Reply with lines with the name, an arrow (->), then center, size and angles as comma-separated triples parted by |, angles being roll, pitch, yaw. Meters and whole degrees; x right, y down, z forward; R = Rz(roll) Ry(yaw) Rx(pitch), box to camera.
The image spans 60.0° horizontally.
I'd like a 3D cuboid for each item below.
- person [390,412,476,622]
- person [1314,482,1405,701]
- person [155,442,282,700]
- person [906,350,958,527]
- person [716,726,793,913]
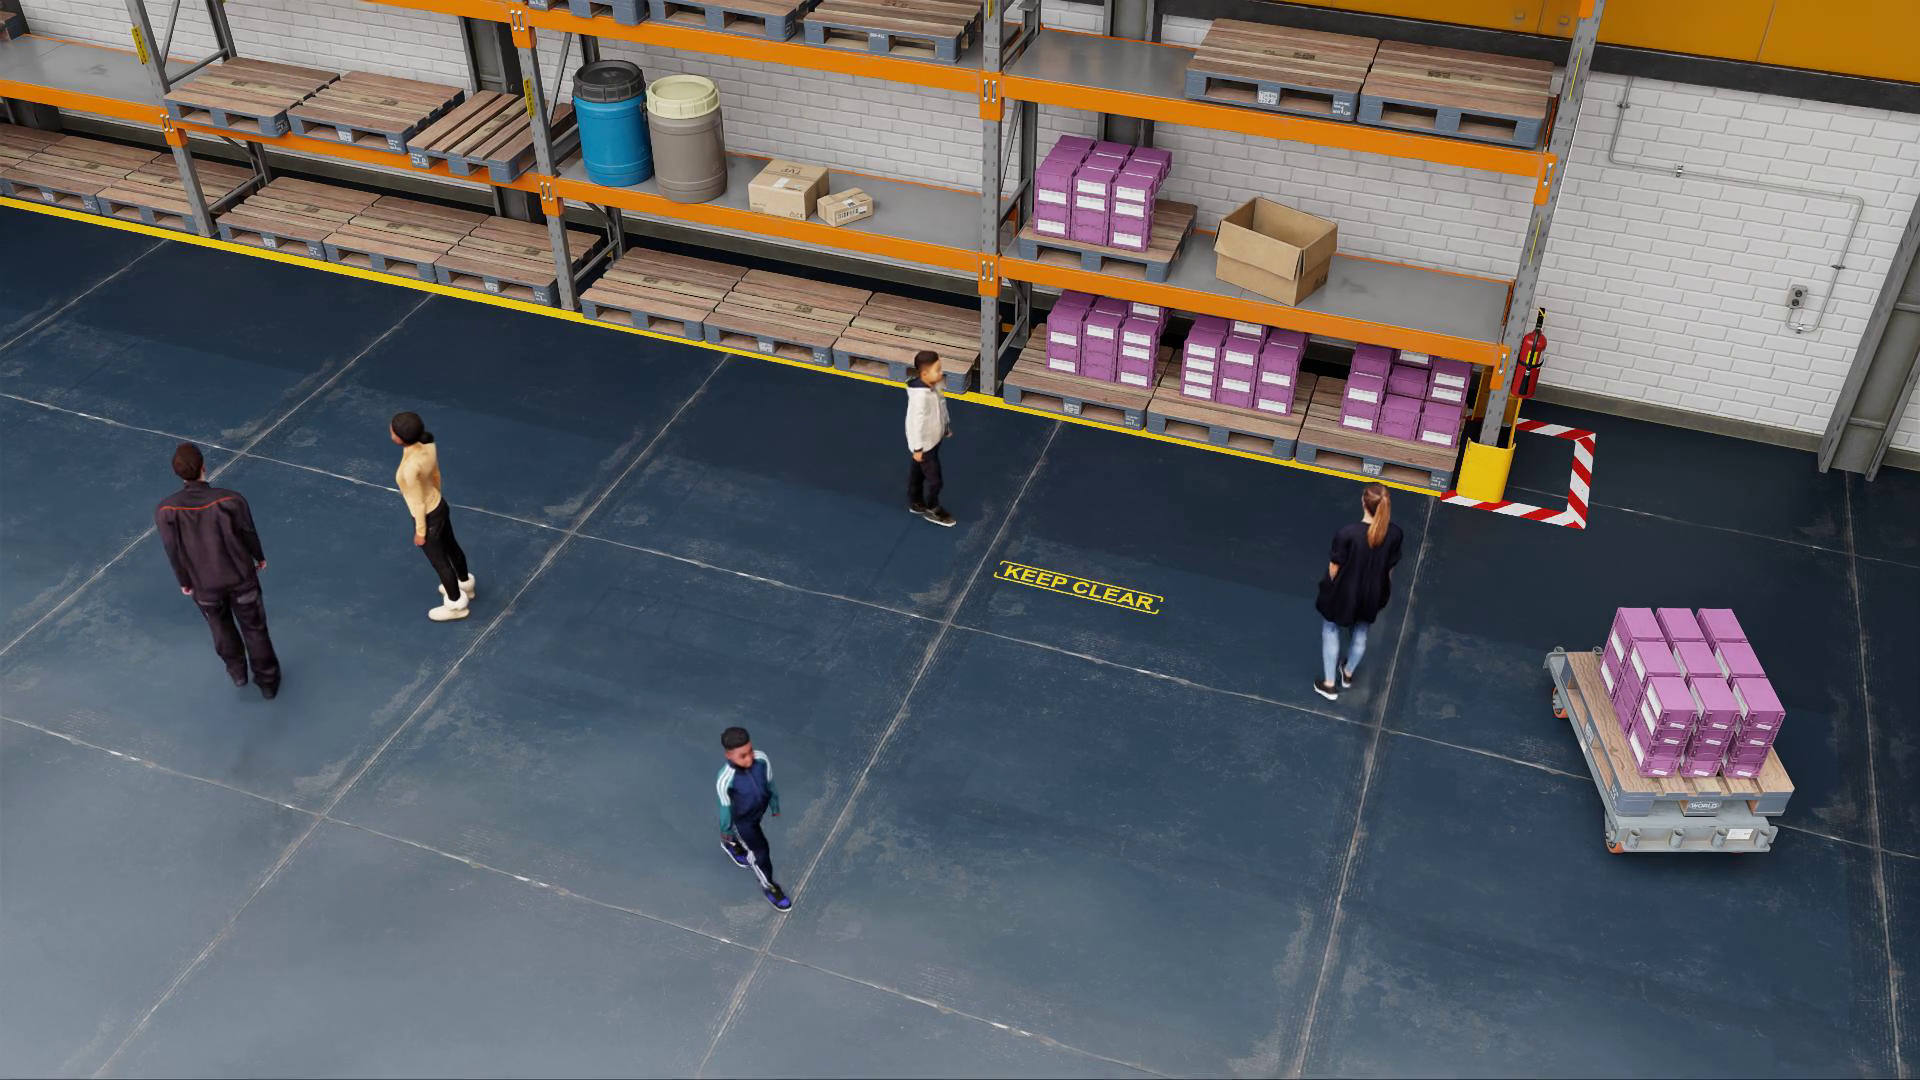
person -> -3.583, -0.174, 11.270 | 0.619, 1.659, 0.649 | 3, 39, 4
person -> 2.544, 0.347, 10.600 | 0.726, 1.683, 0.808 | 0, 39, 0
person -> -4.668, 0.275, 10.521 | 0.809, 1.894, 0.889 | -11, 40, -13
person -> -0.316, -0.762, 12.177 | 0.655, 1.446, 0.634 | 9, 40, 11
person -> -1.244, 1.512, 9.505 | 0.948, 1.228, 0.730 | 31, 48, 33
